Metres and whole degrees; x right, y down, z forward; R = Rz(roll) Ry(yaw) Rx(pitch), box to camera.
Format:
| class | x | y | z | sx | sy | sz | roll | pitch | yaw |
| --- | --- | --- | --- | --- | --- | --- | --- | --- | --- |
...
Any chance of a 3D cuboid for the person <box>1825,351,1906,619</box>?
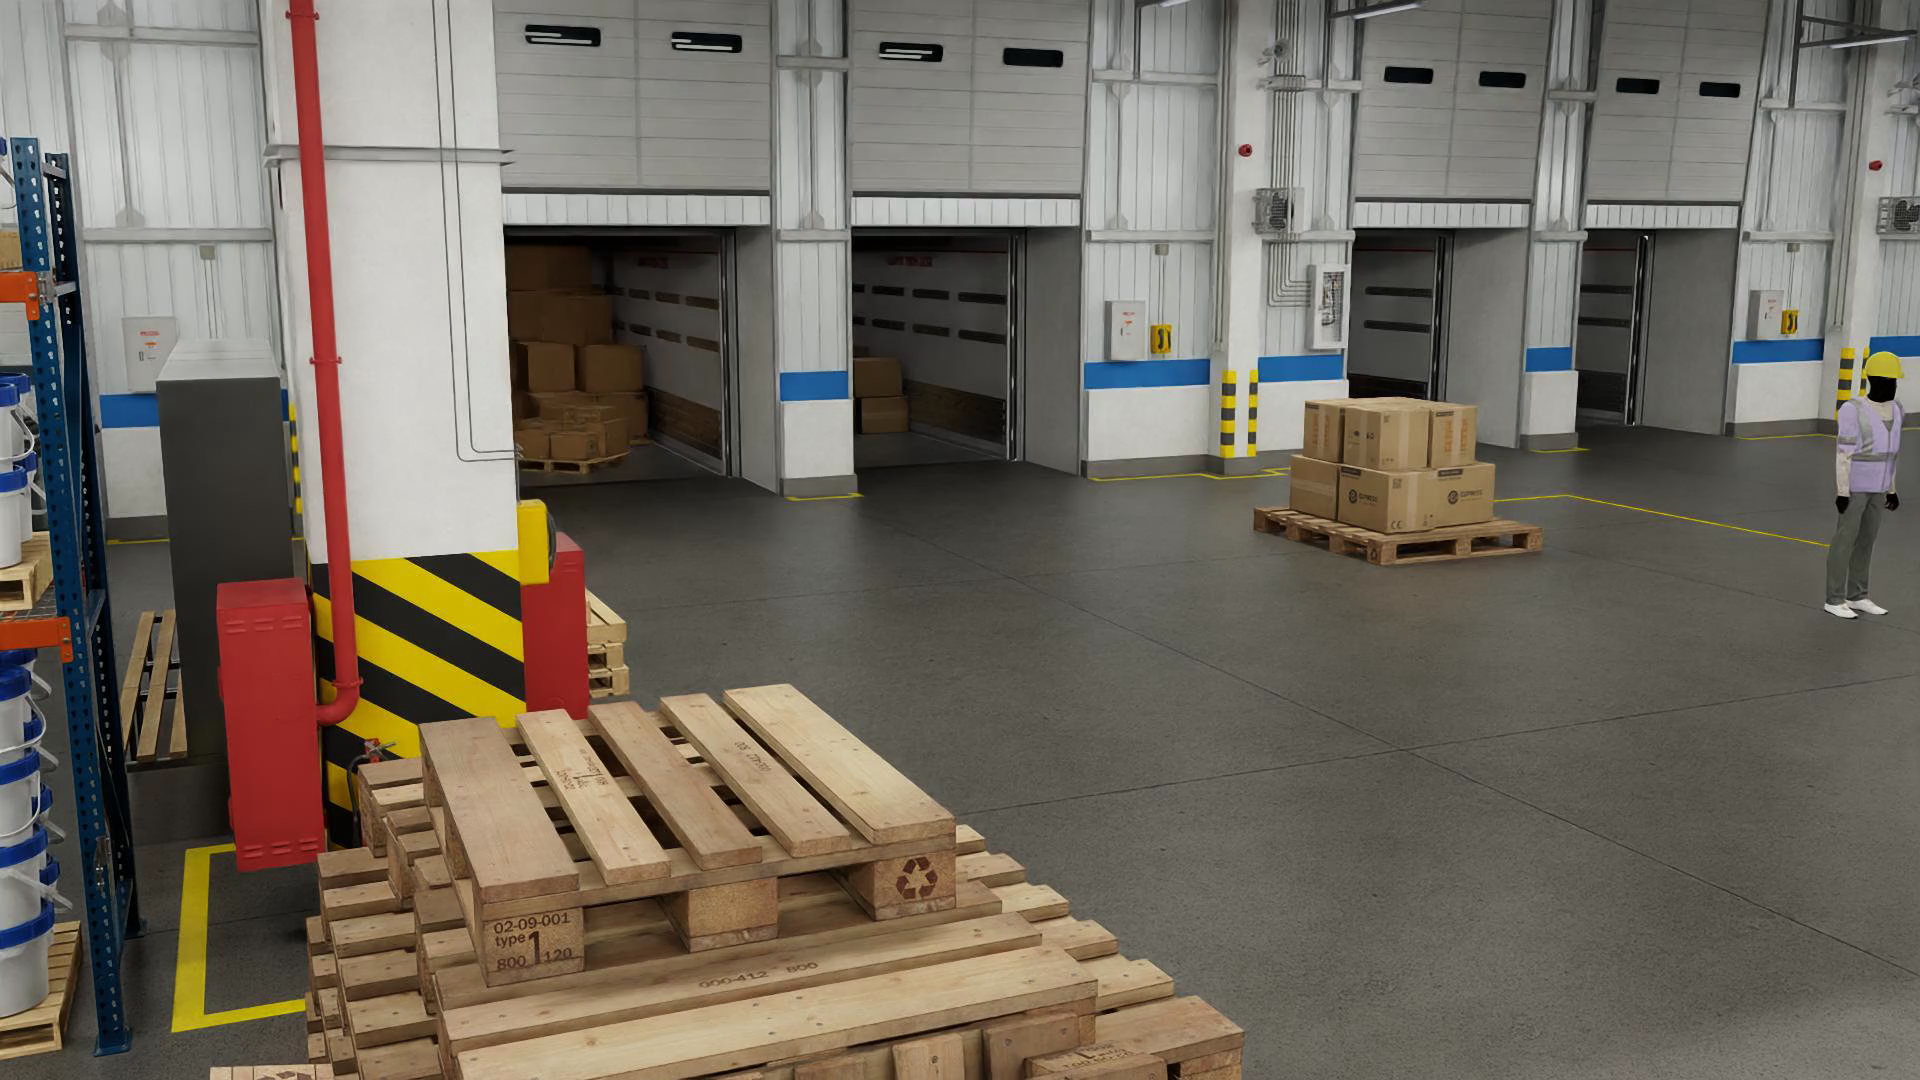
| class | x | y | z | sx | sy | sz | roll | pitch | yaw |
| --- | --- | --- | --- | --- | --- | --- | --- | --- | --- |
| person | 6.560 | -0.397 | 12.003 | 0.589 | 1.928 | 0.386 | -4 | 11 | -23 |
